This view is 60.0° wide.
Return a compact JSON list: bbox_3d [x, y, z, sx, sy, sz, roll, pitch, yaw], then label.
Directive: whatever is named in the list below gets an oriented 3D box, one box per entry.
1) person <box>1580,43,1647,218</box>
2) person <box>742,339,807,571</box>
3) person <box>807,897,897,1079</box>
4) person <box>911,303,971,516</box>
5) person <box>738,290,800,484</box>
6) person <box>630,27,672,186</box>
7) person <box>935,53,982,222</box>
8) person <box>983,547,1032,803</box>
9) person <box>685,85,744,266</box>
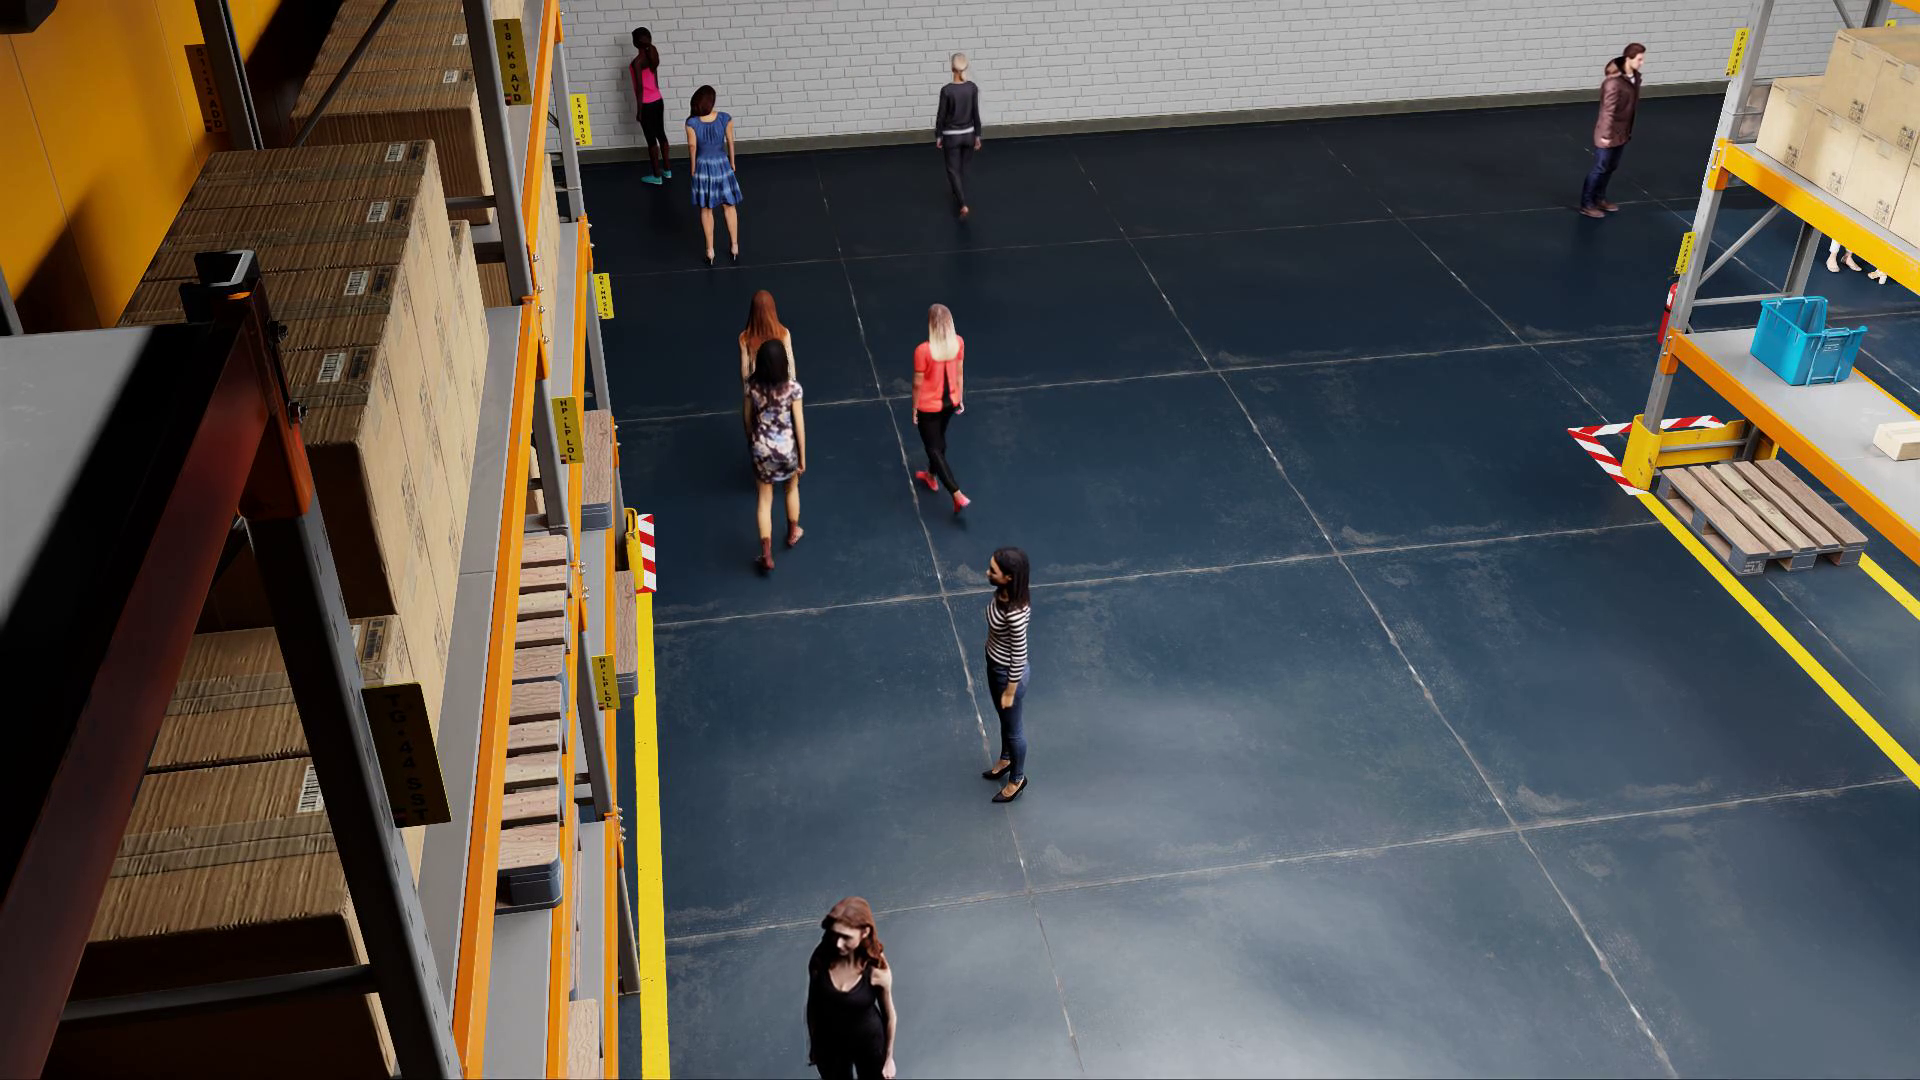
[{"bbox_3d":[6.864,-4.324,17.495,0.862,1.842,0.883,-29,43,-36],"label":"person"},{"bbox_3d":[-1.364,-0.599,12.009,0.746,1.712,0.939,1,34,2],"label":"person"},{"bbox_3d":[-0.484,2.280,7.646,0.647,1.747,0.644,8,35,12],"label":"person"},{"bbox_3d":[-0.124,-0.970,12.607,0.896,1.667,1.166,-21,39,-28],"label":"person"},{"bbox_3d":[-1.459,-1.125,12.792,0.572,1.721,0.487,-6,34,-9],"label":"person"},{"bbox_3d":[-3.403,-4.782,18.293,0.720,1.722,0.648,16,37,23],"label":"person"},{"bbox_3d":[0.010,-4.217,17.462,0.755,1.701,1.087,-12,35,-17],"label":"person"},{"bbox_3d":[0.283,0.792,9.839,0.639,1.797,0.408,-6,34,-9],"label":"person"},{"bbox_3d":[-2.439,-3.613,16.457,0.706,1.806,0.627,-12,35,-17],"label":"person"}]
